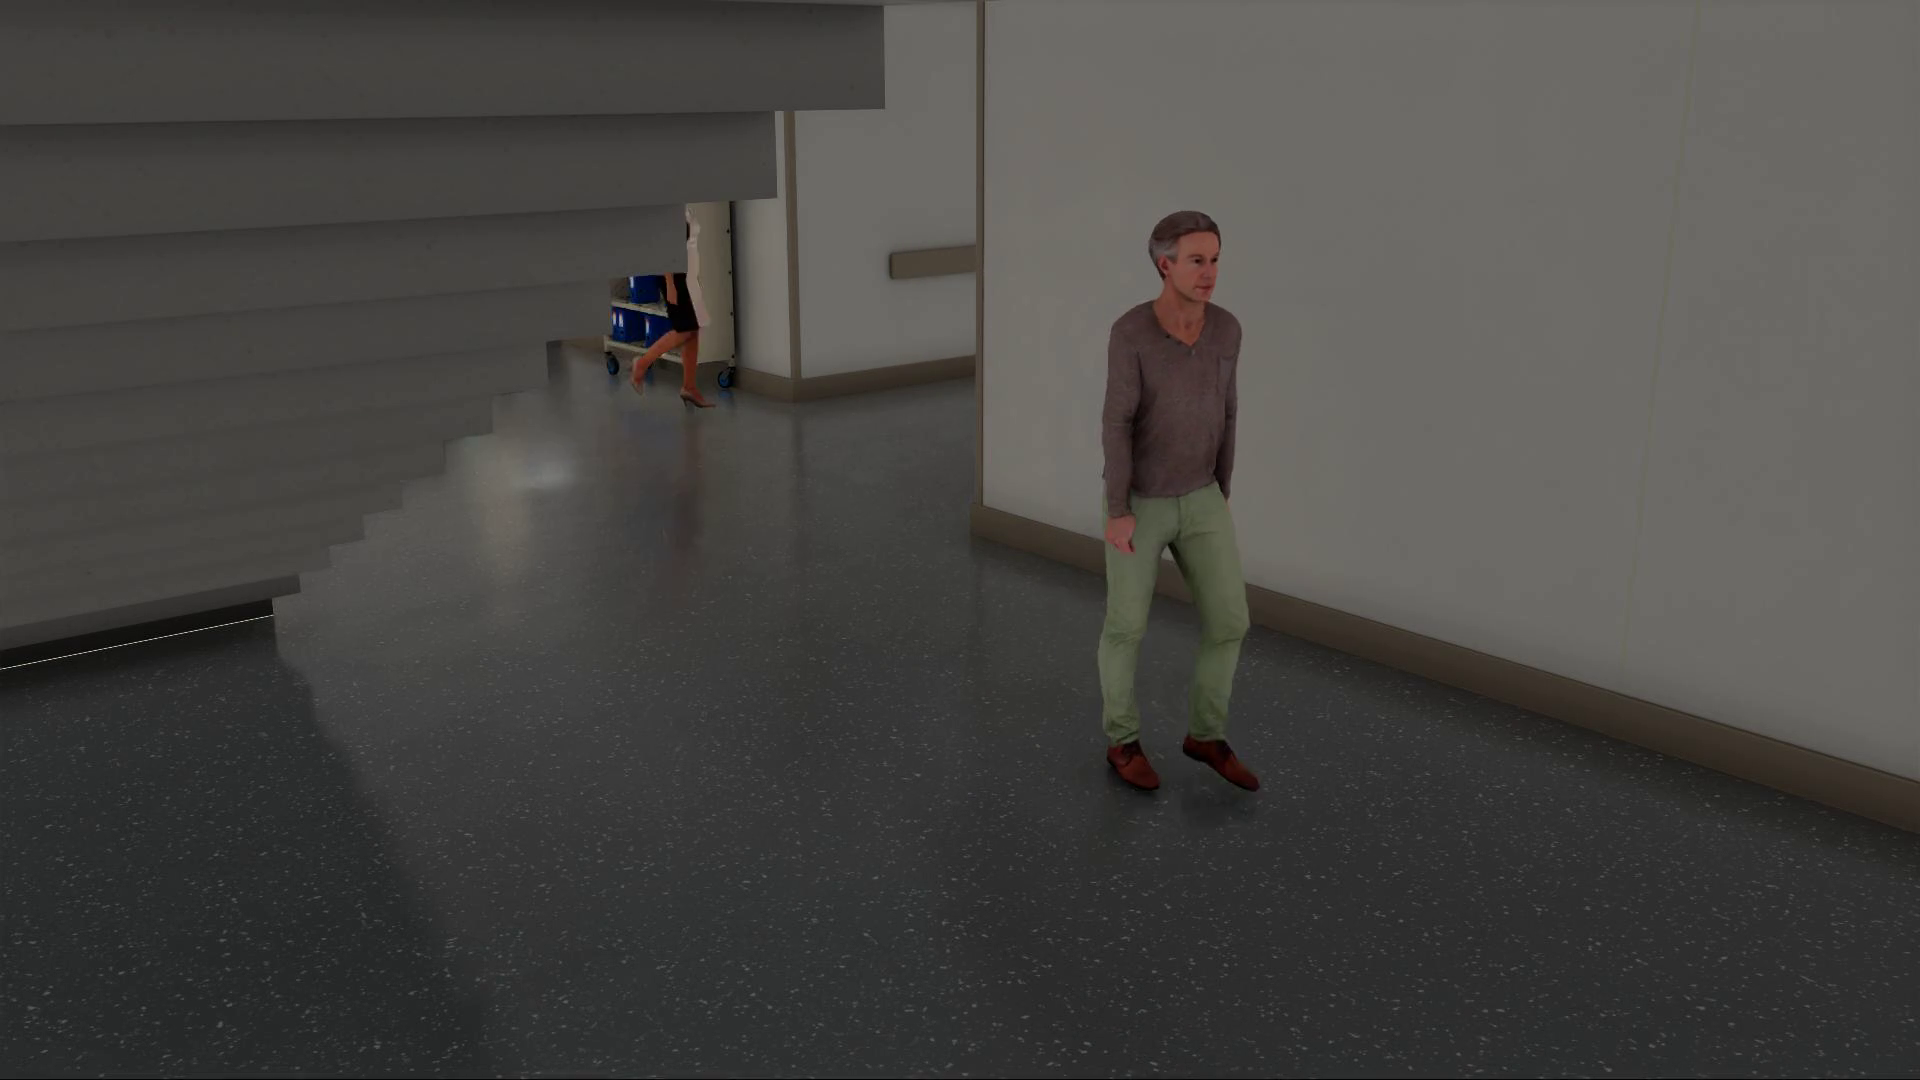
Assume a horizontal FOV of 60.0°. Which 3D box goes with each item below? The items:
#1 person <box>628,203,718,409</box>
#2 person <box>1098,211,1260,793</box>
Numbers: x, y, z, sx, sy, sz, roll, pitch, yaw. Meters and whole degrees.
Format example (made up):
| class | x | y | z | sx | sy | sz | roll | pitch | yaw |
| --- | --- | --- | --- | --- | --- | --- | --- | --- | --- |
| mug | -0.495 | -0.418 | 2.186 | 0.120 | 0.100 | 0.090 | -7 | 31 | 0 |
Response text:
| class | x | y | z | sx | sy | sz | roll | pitch | yaw |
| --- | --- | --- | --- | --- | --- | --- | --- | --- | --- |
| person | -2.001 | -1.741 | 11.339 | 0.983 | 1.739 | 0.902 | 3 | 16 | 10 |
| person | 0.606 | -0.118 | 5.370 | 0.796 | 1.854 | 0.820 | -6 | 17 | -20 |
